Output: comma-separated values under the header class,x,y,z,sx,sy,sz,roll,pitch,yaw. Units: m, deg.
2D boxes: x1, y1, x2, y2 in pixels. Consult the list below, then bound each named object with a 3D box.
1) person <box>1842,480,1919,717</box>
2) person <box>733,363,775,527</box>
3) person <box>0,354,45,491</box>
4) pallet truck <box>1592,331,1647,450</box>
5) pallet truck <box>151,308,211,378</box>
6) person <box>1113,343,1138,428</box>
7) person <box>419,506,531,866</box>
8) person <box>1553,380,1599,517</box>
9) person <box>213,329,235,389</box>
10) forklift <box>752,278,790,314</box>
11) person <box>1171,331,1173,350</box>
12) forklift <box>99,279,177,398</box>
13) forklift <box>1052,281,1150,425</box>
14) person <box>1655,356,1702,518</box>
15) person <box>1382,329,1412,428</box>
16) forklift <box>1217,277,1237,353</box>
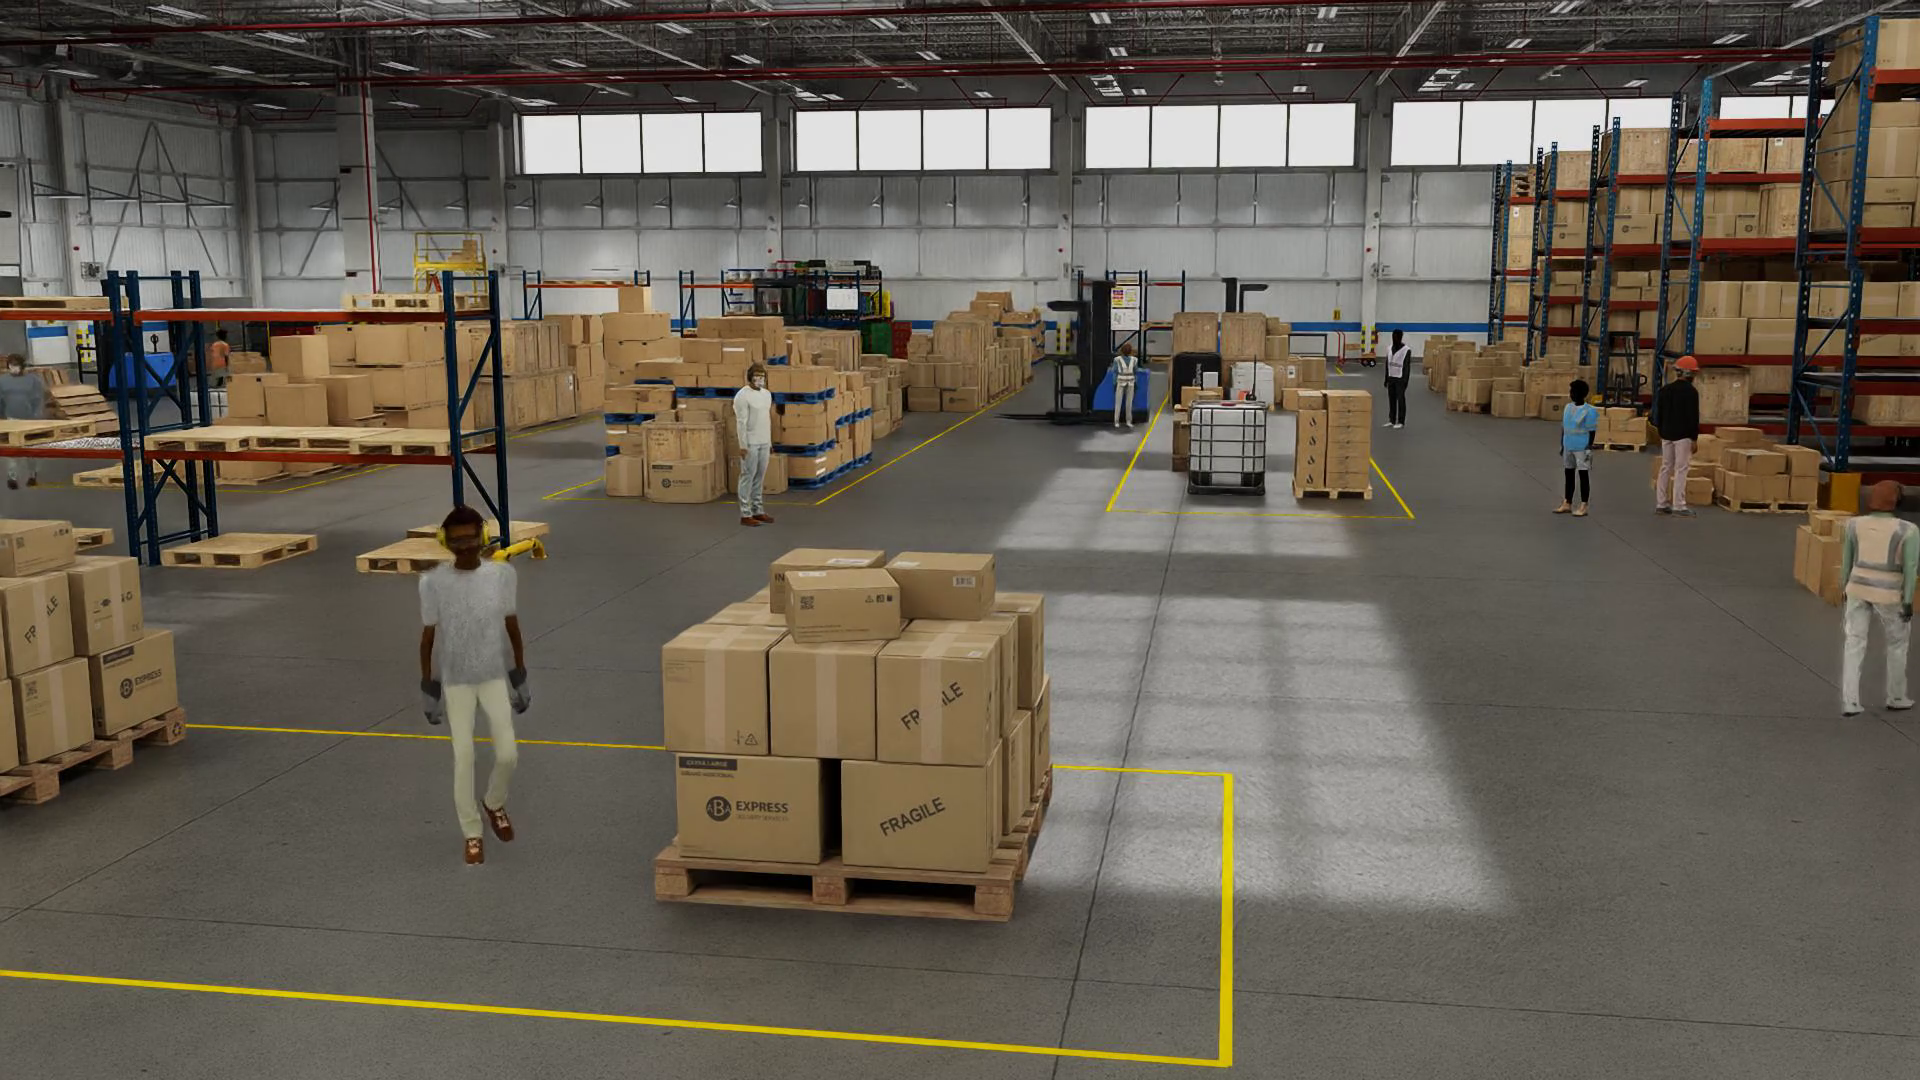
class,x,y,z,sx,sy,sz,roll,pitch,yaw
person,6.309,0.392,11.376,0.717,1.610,0.538,-7,11,-36
person,-2.438,-1.137,19.834,0.378,1.937,0.628,5,11,29
person,-13.030,-1.633,23.079,0.633,1.874,1.031,-3,10,-20
pallet truck,11.253,-2.573,28.499,0.823,1.965,1.885,5,10,27
pallet truck,-21.869,-5.598,47.154,0.823,1.965,1.885,4,10,26
person,3.198,-2.987,32.163,0.517,1.636,0.314,-2,9,-13
person,-2.479,0.738,8.513,0.550,1.856,0.398,-4,10,-22
person,7.626,-1.135,20.564,0.321,1.693,0.530,-4,10,-24
person,-17.050,-4.039,38.520,0.538,1.682,0.442,5,11,30
forklift,-4.845,-5.347,42.890,1.129,2.768,1.873,-4,10,-26
person,5.466,-4.561,40.935,0.545,1.941,0.350,-3,10,-18
forklift,-19.606,-4.720,39.027,1.873,2.768,1.129,1,9,9
forklift,2.811,-3.711,32.801,1.873,2.768,1.129,1,9,9
person,8.864,-1.267,20.476,0.400,1.985,0.621,-3,10,-19
person,8.438,-3.106,32.066,0.397,1.911,0.587,-6,11,-31
forklift,7.846,-6.233,48.359,1.873,2.768,1.129,1,9,9
